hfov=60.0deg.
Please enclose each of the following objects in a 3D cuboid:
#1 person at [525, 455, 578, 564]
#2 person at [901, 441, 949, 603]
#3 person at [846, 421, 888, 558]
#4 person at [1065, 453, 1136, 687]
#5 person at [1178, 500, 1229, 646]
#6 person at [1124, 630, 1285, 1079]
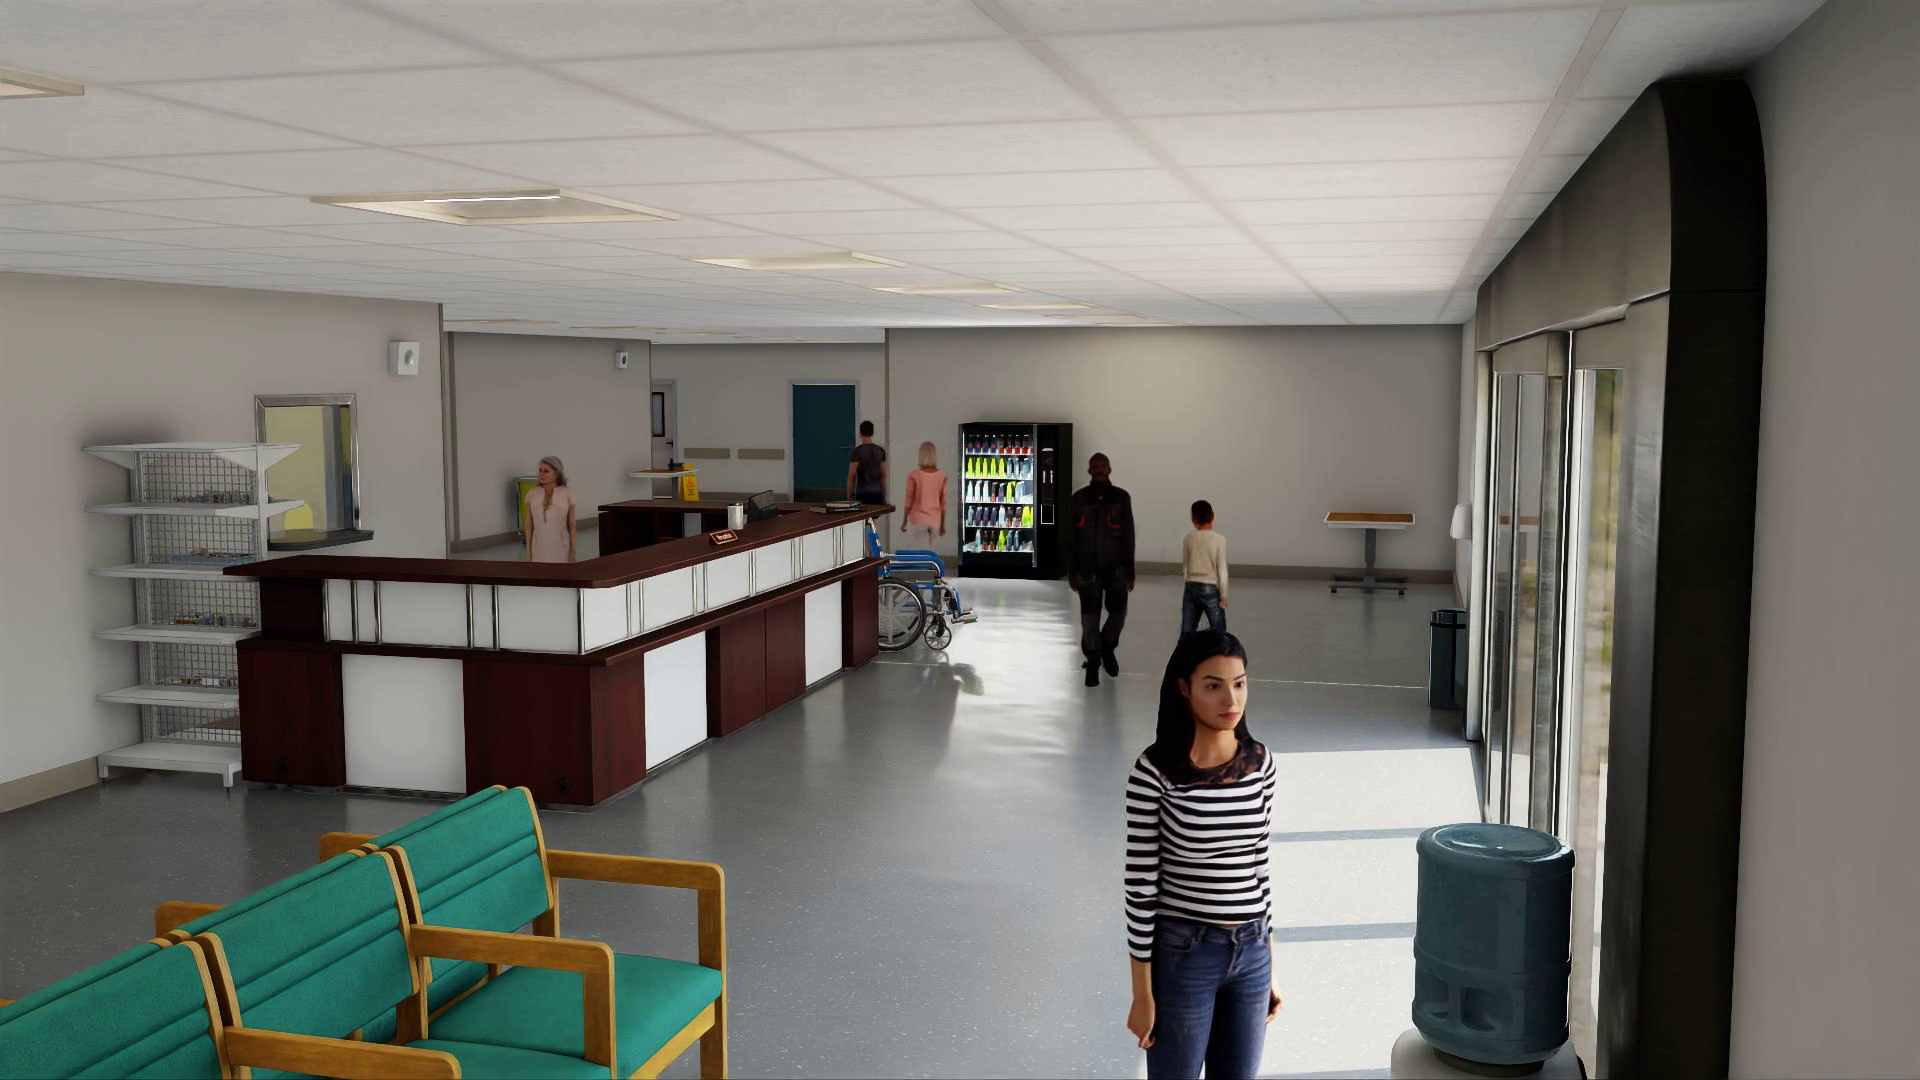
[{"bbox_3d":[-3.513,0.136,14.291,0.588,1.736,0.721,0,6,-2],"label":"person"},{"bbox_3d":[-0.336,-0.153,17.422,1.129,1.683,1.125,-2,6,-23],"label":"person"},{"bbox_3d":[-1.070,-0.519,20.309,0.854,1.835,0.912,-4,7,-35],"label":"person"},{"bbox_3d":[1.107,0.220,13.094,0.782,1.808,0.842,0,6,4],"label":"person"},{"bbox_3d":[1.831,0.443,12.788,0.975,1.426,0.732,3,6,28],"label":"person"},{"bbox_3d":[0.618,1.117,4.213,0.632,1.784,0.711,-3,6,-26],"label":"person"}]
